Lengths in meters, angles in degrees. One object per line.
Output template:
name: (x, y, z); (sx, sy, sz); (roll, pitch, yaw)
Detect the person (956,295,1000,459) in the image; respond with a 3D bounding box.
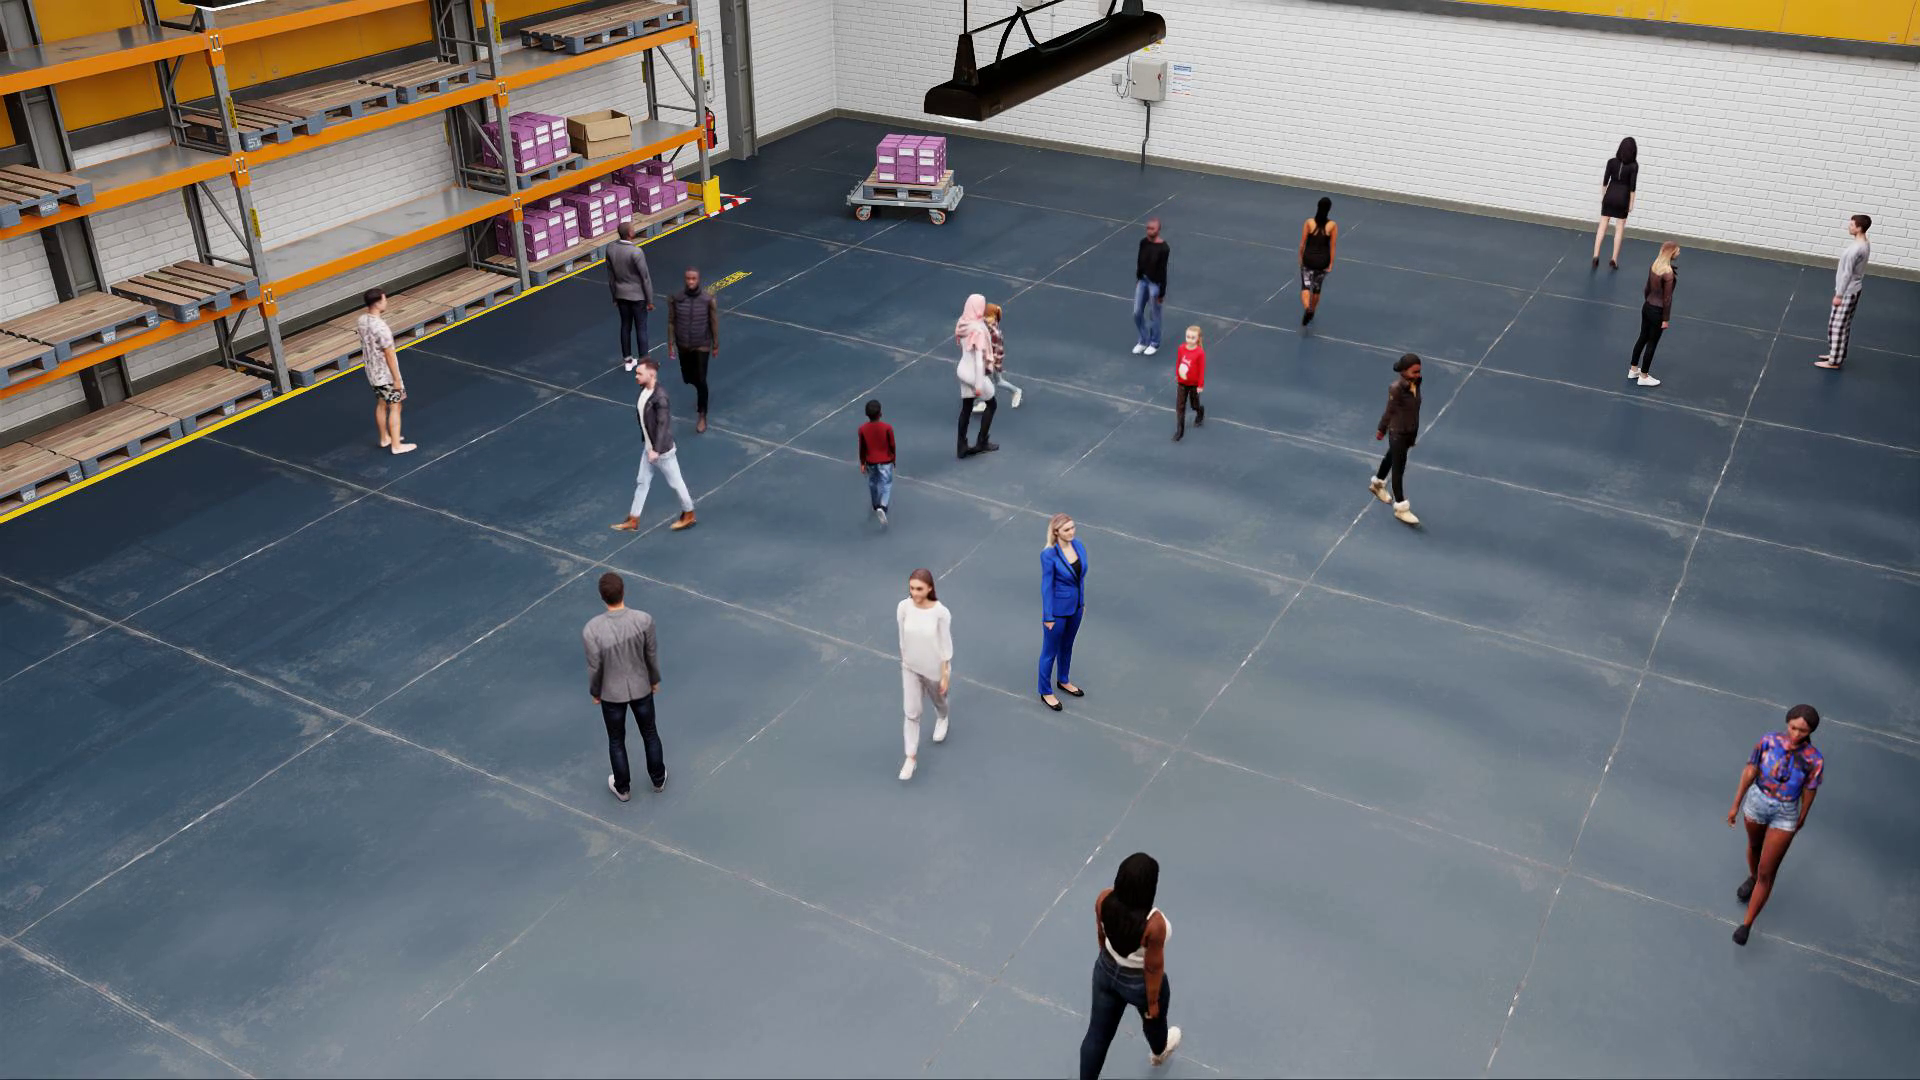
person: (0.058, -1.675, 17.394); (0.837, 1.786, 0.789); (-18, 33, -30)

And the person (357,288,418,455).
person: (-6.112, -1.785, 17.570); (0.710, 1.811, 0.632); (22, 36, 35)

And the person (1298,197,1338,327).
person: (4.452, -3.476, 20.839); (0.804, 1.647, 1.038); (5, 29, 10)

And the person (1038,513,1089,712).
person: (0.810, 0.549, 13.406); (0.723, 1.701, 0.566); (24, 37, 37)

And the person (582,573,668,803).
person: (-2.459, 1.083, 12.247); (0.761, 1.873, 0.843); (-10, 30, -18)

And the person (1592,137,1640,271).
person: (8.967, -4.603, 22.743); (0.631, 1.803, 0.542); (20, 35, 33)

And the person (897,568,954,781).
person: (-0.229, 0.939, 12.742); (0.823, 1.651, 1.156); (6, 29, 12)

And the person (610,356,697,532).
person: (-2.802, -0.908, 15.968); (1.181, 1.804, 0.966); (-19, 34, -30)

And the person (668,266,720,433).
person: (-2.897, -2.138, 18.215); (0.984, 1.811, 1.200); (2, 29, 4)

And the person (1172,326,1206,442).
person: (2.507, -1.727, 18.033); (0.482, 1.265, 0.809); (16, 33, 27)

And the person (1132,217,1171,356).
person: (2.355, -3.071, 20.010); (0.664, 1.730, 0.681); (22, 36, 35)

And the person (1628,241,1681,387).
person: (8.039, -2.636, 19.240); (0.729, 1.704, 0.637); (-4, 29, -7)

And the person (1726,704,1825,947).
person: (5.443, 1.795, 11.126); (0.756, 1.697, 1.185); (23, 36, 36)

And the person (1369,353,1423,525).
person: (4.433, -0.994, 16.271); (0.881, 1.664, 1.023); (6, 29, 10)

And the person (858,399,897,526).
person: (-0.801, -0.766, 16.294); (0.697, 1.243, 0.851); (2, 29, 3)

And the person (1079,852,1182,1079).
person: (0.912, 2.600, 9.579); (0.778, 1.764, 1.183); (21, 35, 34)

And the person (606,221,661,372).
person: (-3.863, -2.849, 19.513); (0.720, 1.817, 0.576); (13, 31, 23)

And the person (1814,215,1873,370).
person: (10.500, -2.940, 19.654); (0.704, 1.842, 0.532); (20, 34, 32)

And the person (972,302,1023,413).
person: (0.415, -2.041, 18.586); (0.941, 1.286, 0.809); (-13, 31, -23)
